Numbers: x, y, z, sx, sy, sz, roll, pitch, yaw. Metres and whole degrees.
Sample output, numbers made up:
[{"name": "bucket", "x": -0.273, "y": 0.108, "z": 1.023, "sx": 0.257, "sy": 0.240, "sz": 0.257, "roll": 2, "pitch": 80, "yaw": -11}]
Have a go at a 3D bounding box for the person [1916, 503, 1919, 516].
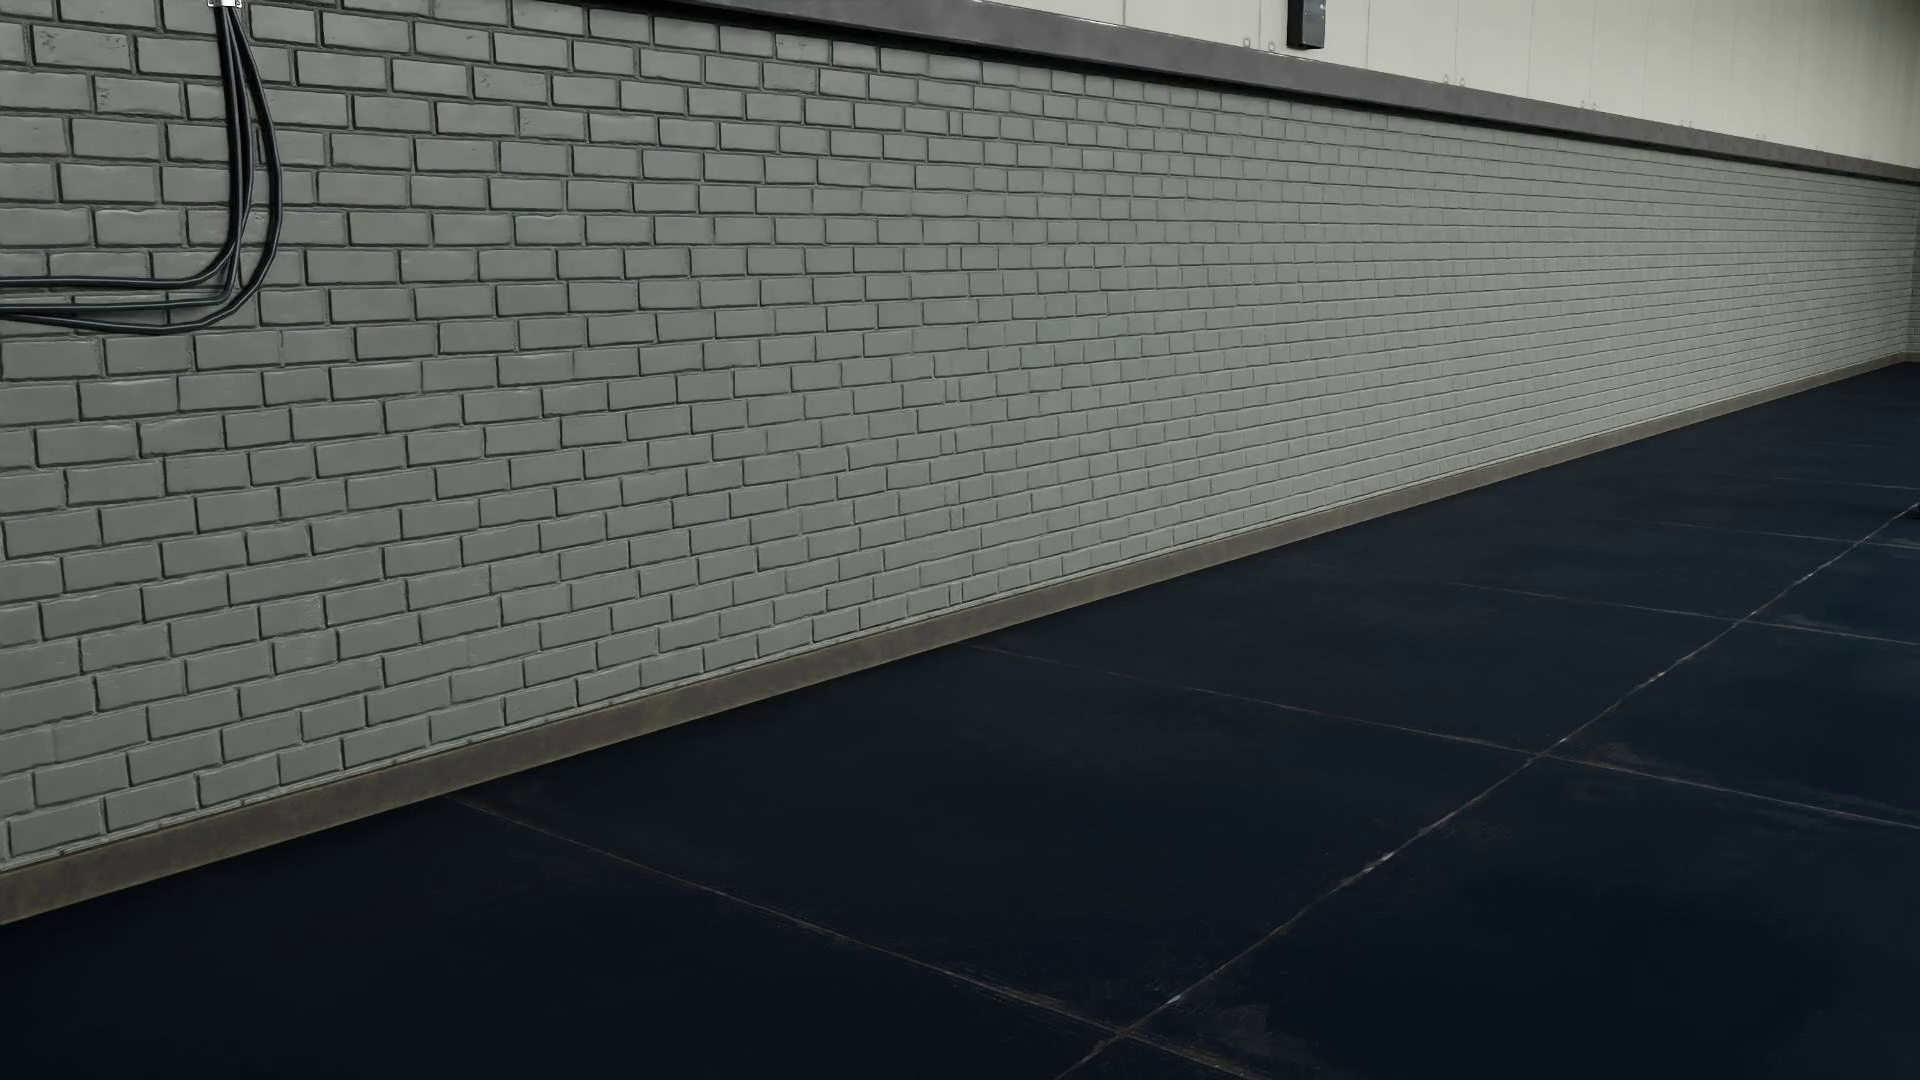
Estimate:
[{"name": "person", "x": 7.180, "y": -1.110, "z": 11.964, "sx": 0.371, "sy": 1.934, "sz": 0.627, "roll": 7, "pitch": 12, "yaw": 34}]
